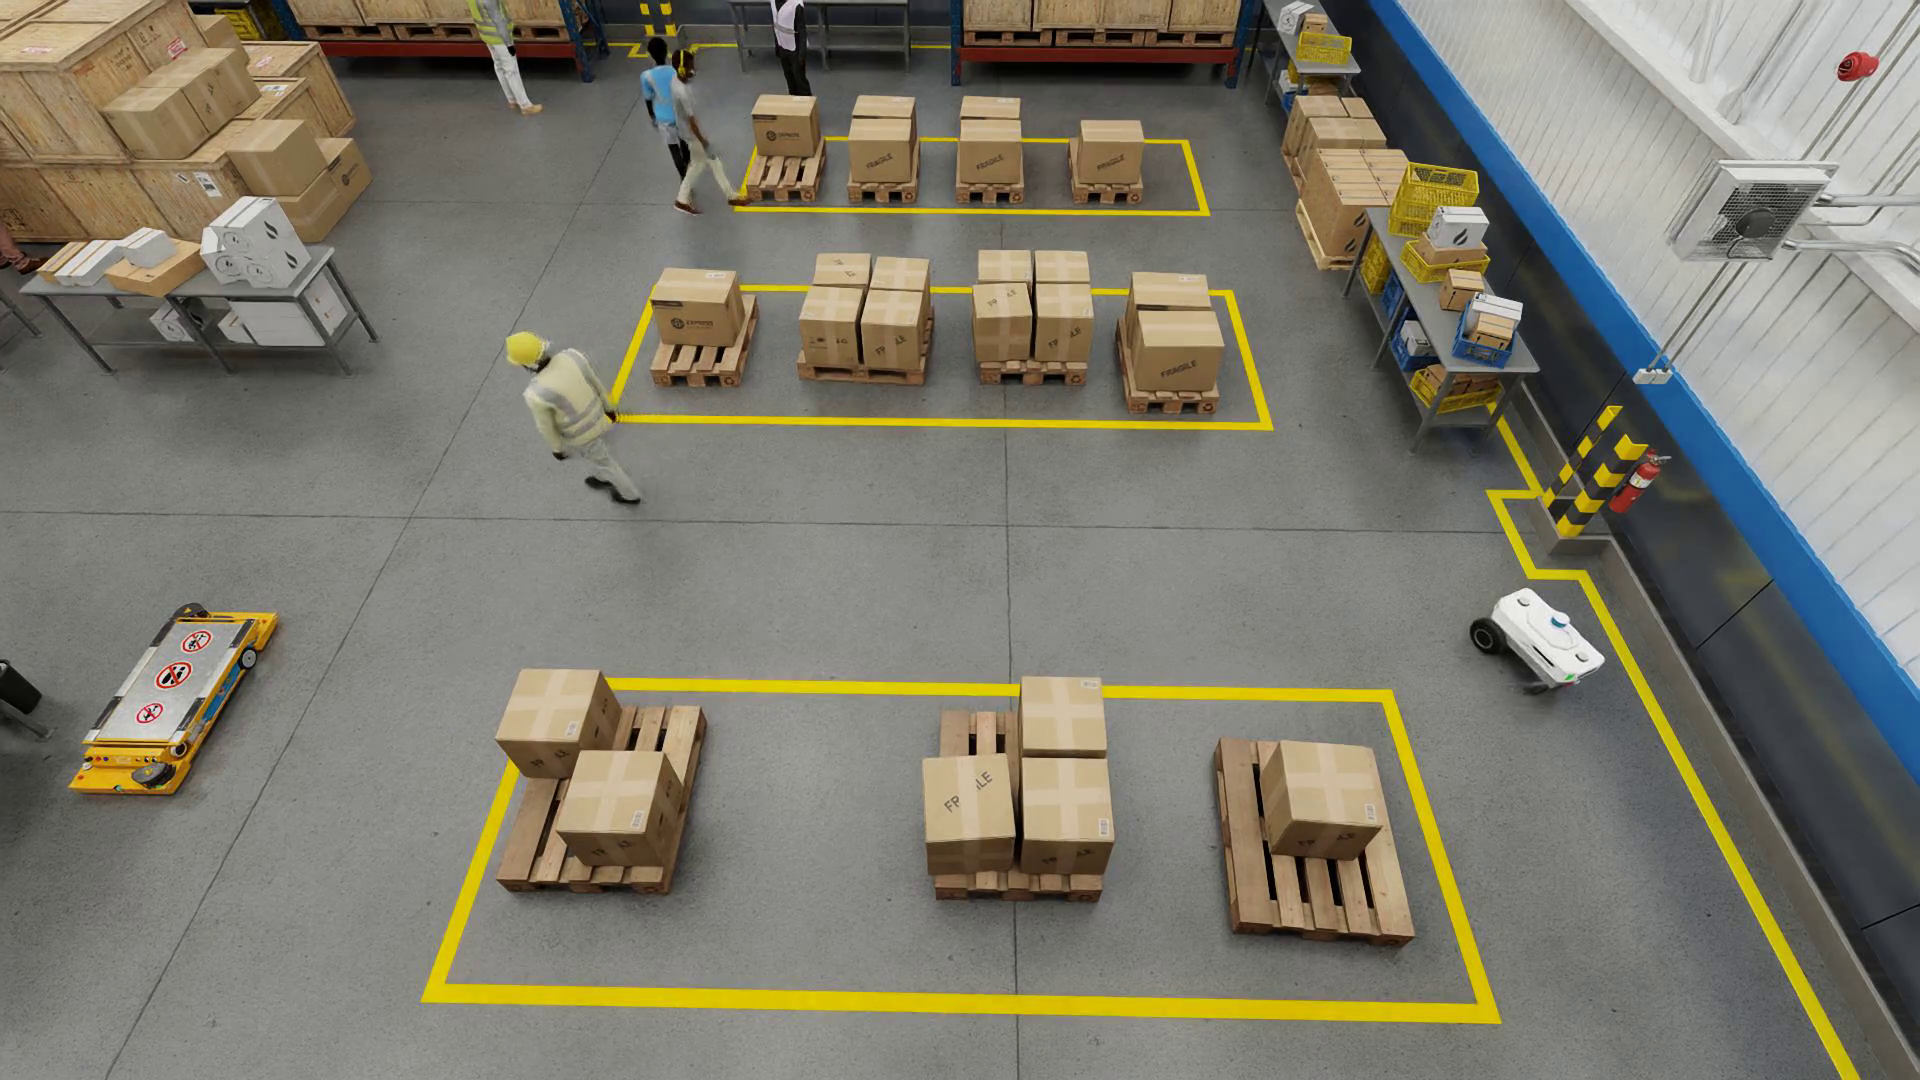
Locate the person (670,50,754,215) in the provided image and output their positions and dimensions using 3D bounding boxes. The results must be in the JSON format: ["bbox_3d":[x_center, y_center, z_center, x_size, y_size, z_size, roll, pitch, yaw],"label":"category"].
[{"bbox_3d":[-2.864,-4.495,10.165,0.921,1.803,0.591,-14,51,-11],"label":"person"}]

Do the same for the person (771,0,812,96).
[{"bbox_3d":[-2.114,-6.168,11.495,0.593,1.922,0.391,37,59,27],"label":"person"}]

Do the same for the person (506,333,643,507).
[{"bbox_3d":[-3.002,-0.889,7.120,0.670,1.782,0.598,11,51,9],"label":"person"}]

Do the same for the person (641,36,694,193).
[{"bbox_3d":[-3.307,-4.891,10.588,0.527,1.657,0.853,-21,53,-17],"label":"person"}]

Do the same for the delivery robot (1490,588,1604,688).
[{"bbox_3d":[4.163,0.693,6.519,0.477,0.478,0.707,-19,52,-16],"label":"delivery robot"}]

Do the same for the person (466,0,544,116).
[{"bbox_3d":[-5.933,-6.467,11.802,0.624,1.841,0.430,36,59,27],"label":"person"}]

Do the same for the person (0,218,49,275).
[{"bbox_3d":[-10.273,-3.650,9.384,0.644,1.899,0.397,14,51,11],"label":"person"}]

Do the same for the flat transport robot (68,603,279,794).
[{"bbox_3d":[-5.504,1.072,6.442,0.652,0.197,1.431,1,50,1],"label":"flat transport robot"}]
